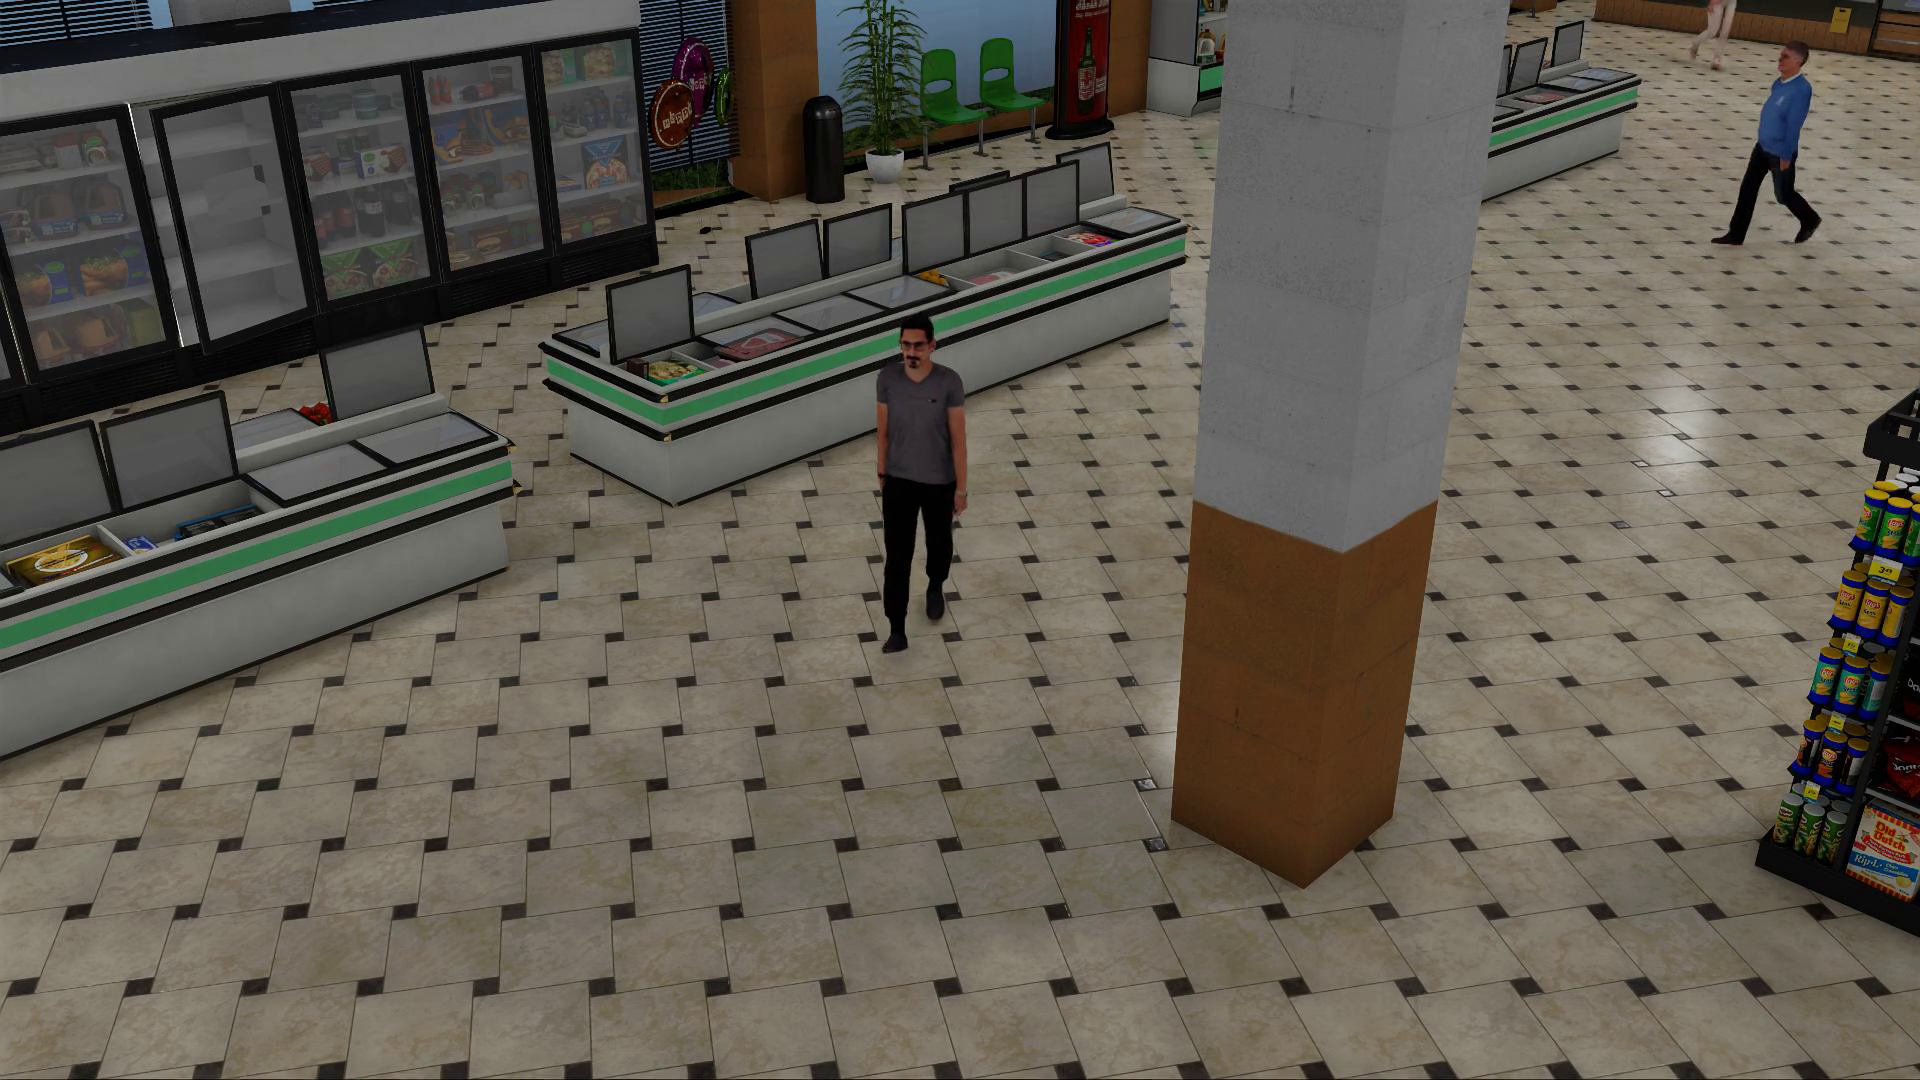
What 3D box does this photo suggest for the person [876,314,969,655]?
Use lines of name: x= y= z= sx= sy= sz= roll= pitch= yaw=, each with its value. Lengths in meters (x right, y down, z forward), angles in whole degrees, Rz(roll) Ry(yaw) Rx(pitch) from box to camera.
person: x=-0.182 y=-0.334 z=8.489 sx=1.063 sy=1.717 sz=1.171 roll=2 pitch=27 yaw=4

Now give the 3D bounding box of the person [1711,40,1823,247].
person: x=7.202 y=-3.410 z=14.477 sx=1.250 sy=1.787 sz=1.115 roll=-3 pitch=27 yaw=-7

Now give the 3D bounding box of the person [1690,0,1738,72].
person: x=9.893 y=-7.015 z=21.668 sx=0.914 sy=1.712 sz=0.912 roll=-7 pitch=28 yaw=-13
